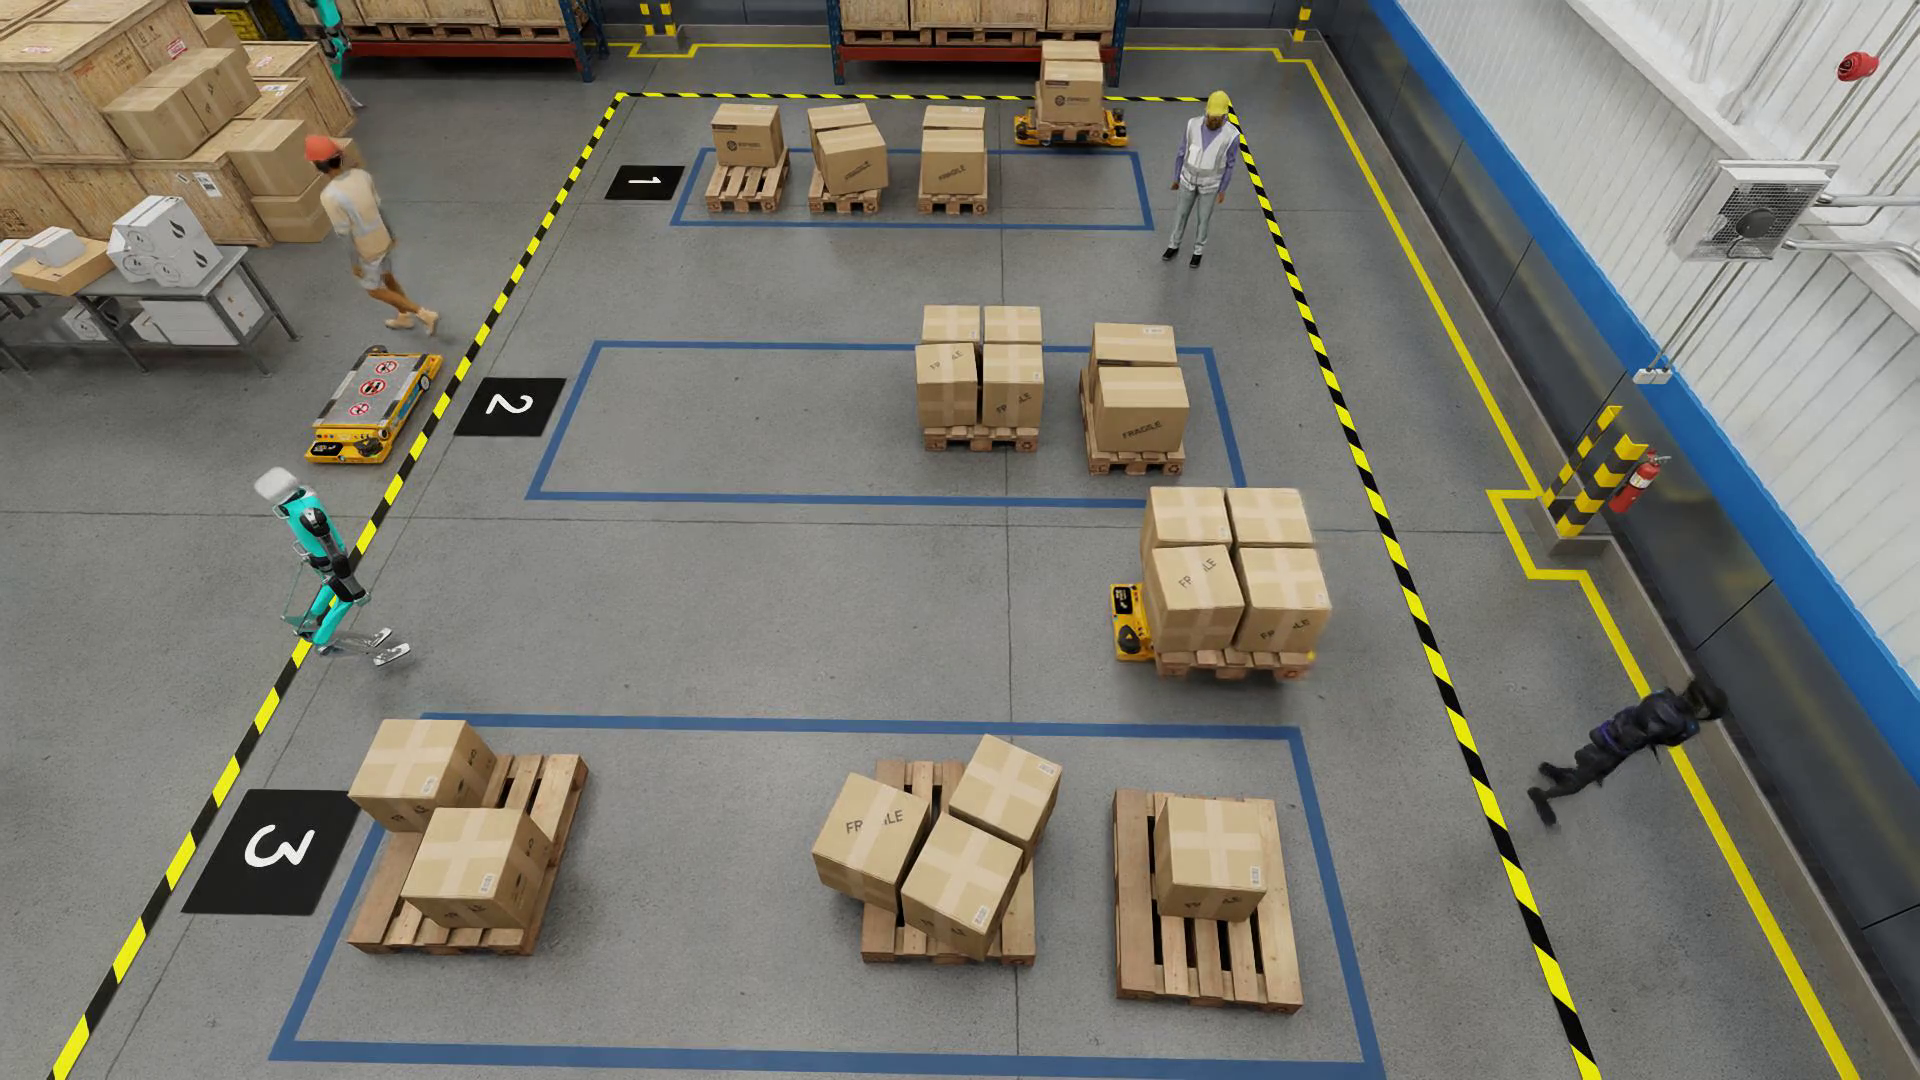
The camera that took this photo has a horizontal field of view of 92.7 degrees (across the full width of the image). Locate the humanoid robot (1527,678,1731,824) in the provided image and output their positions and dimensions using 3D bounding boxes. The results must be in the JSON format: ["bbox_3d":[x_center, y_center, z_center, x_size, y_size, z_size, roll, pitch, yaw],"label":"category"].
[{"bbox_3d":[3.902,1.204,5.431,0.610,1.638,0.441,-24,54,-19],"label":"humanoid robot"}]

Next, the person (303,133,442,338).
[{"bbox_3d":[-5.494,-2.761,8.551,0.702,2.025,0.655,3,50,3],"label":"person"}]

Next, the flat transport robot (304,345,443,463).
[{"bbox_3d":[-5.383,-1.269,8.441,0.659,0.231,1.431,1,50,1],"label":"flat transport robot"}]

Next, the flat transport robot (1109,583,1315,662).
[{"bbox_3d":[1.872,0.582,6.856,1.431,0.197,0.652,1,50,1],"label":"flat transport robot"}]

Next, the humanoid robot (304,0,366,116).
[{"bbox_3d":[-8.183,-6.347,11.826,0.783,1.847,0.540,2,50,1],"label":"humanoid robot"}]

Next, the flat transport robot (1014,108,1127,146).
[{"bbox_3d":[1.430,-5.379,11.900,1.431,0.197,0.652,1,50,1],"label":"flat transport robot"}]

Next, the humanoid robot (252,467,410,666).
[{"bbox_3d":[-4.295,0.303,6.058,0.533,1.681,0.735,34,57,25],"label":"humanoid robot"}]

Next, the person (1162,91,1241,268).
[{"bbox_3d":[2.484,-3.708,9.480,0.599,1.830,0.404,22,53,18],"label":"person"}]
